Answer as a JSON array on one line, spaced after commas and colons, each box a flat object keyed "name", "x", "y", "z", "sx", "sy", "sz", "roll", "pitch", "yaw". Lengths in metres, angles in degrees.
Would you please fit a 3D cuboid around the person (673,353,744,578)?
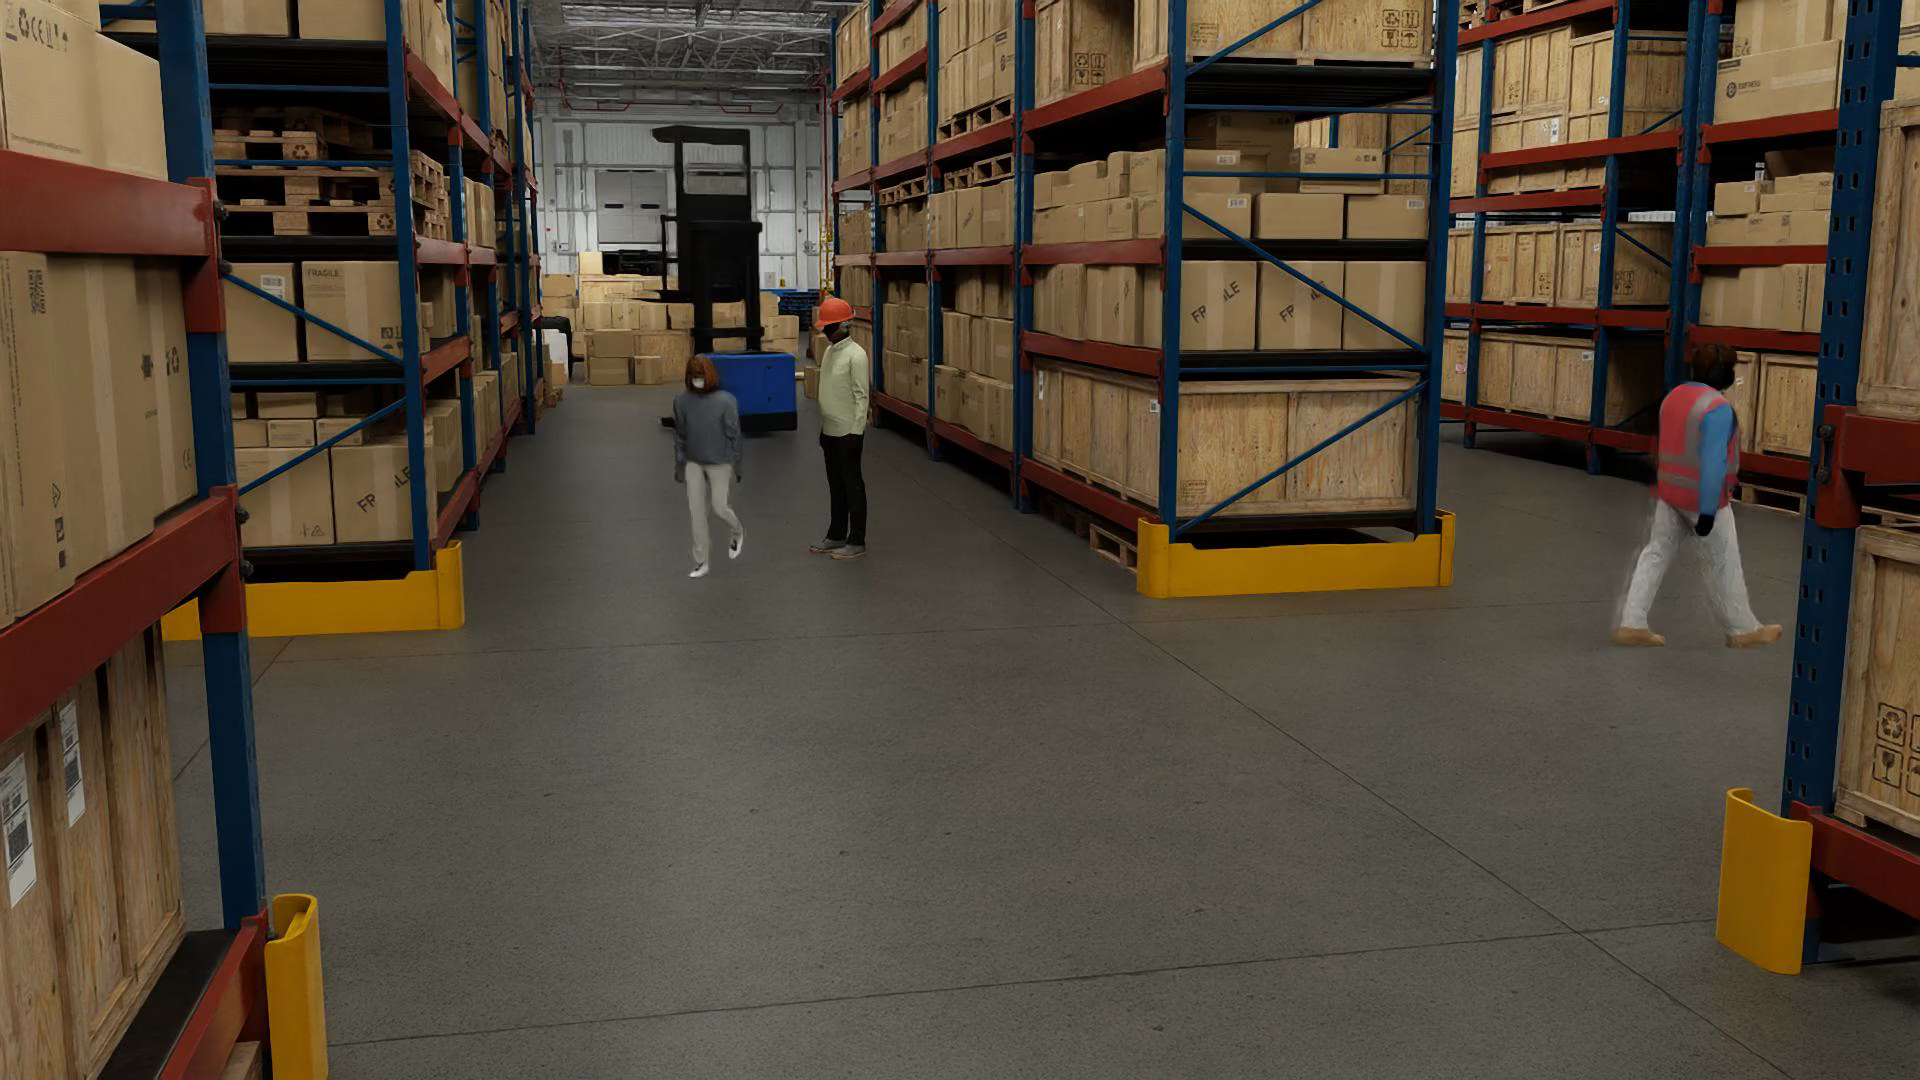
[{"name": "person", "x": -1.791, "y": -0.553, "z": 12.037, "sx": 0.516, "sy": 1.612, "sz": 0.543, "roll": 3, "pitch": 10, "yaw": 15}]

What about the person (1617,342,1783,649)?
[{"name": "person", "x": 4.296, "y": -0.247, "z": 9.637, "sx": 0.964, "sy": 1.791, "sz": 0.639, "roll": -1, "pitch": 9, "yaw": -7}]

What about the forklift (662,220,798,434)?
[{"name": "forklift", "x": -3.090, "y": -2.857, "z": 22.239, "sx": 1.129, "sy": 2.768, "sz": 1.873, "roll": -7, "pitch": 12, "yaw": -36}]

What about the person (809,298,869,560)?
[{"name": "person", "x": -0.916, "y": -0.847, "z": 12.704, "sx": 0.387, "sy": 1.988, "sz": 0.608, "roll": -6, "pitch": 11, "yaw": -32}]

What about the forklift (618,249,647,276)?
[{"name": "forklift", "x": -11.221, "y": -8.596, "z": 57.218, "sx": 1.129, "sy": 2.768, "sz": 1.873, "roll": -6, "pitch": 11, "yaw": -31}]
